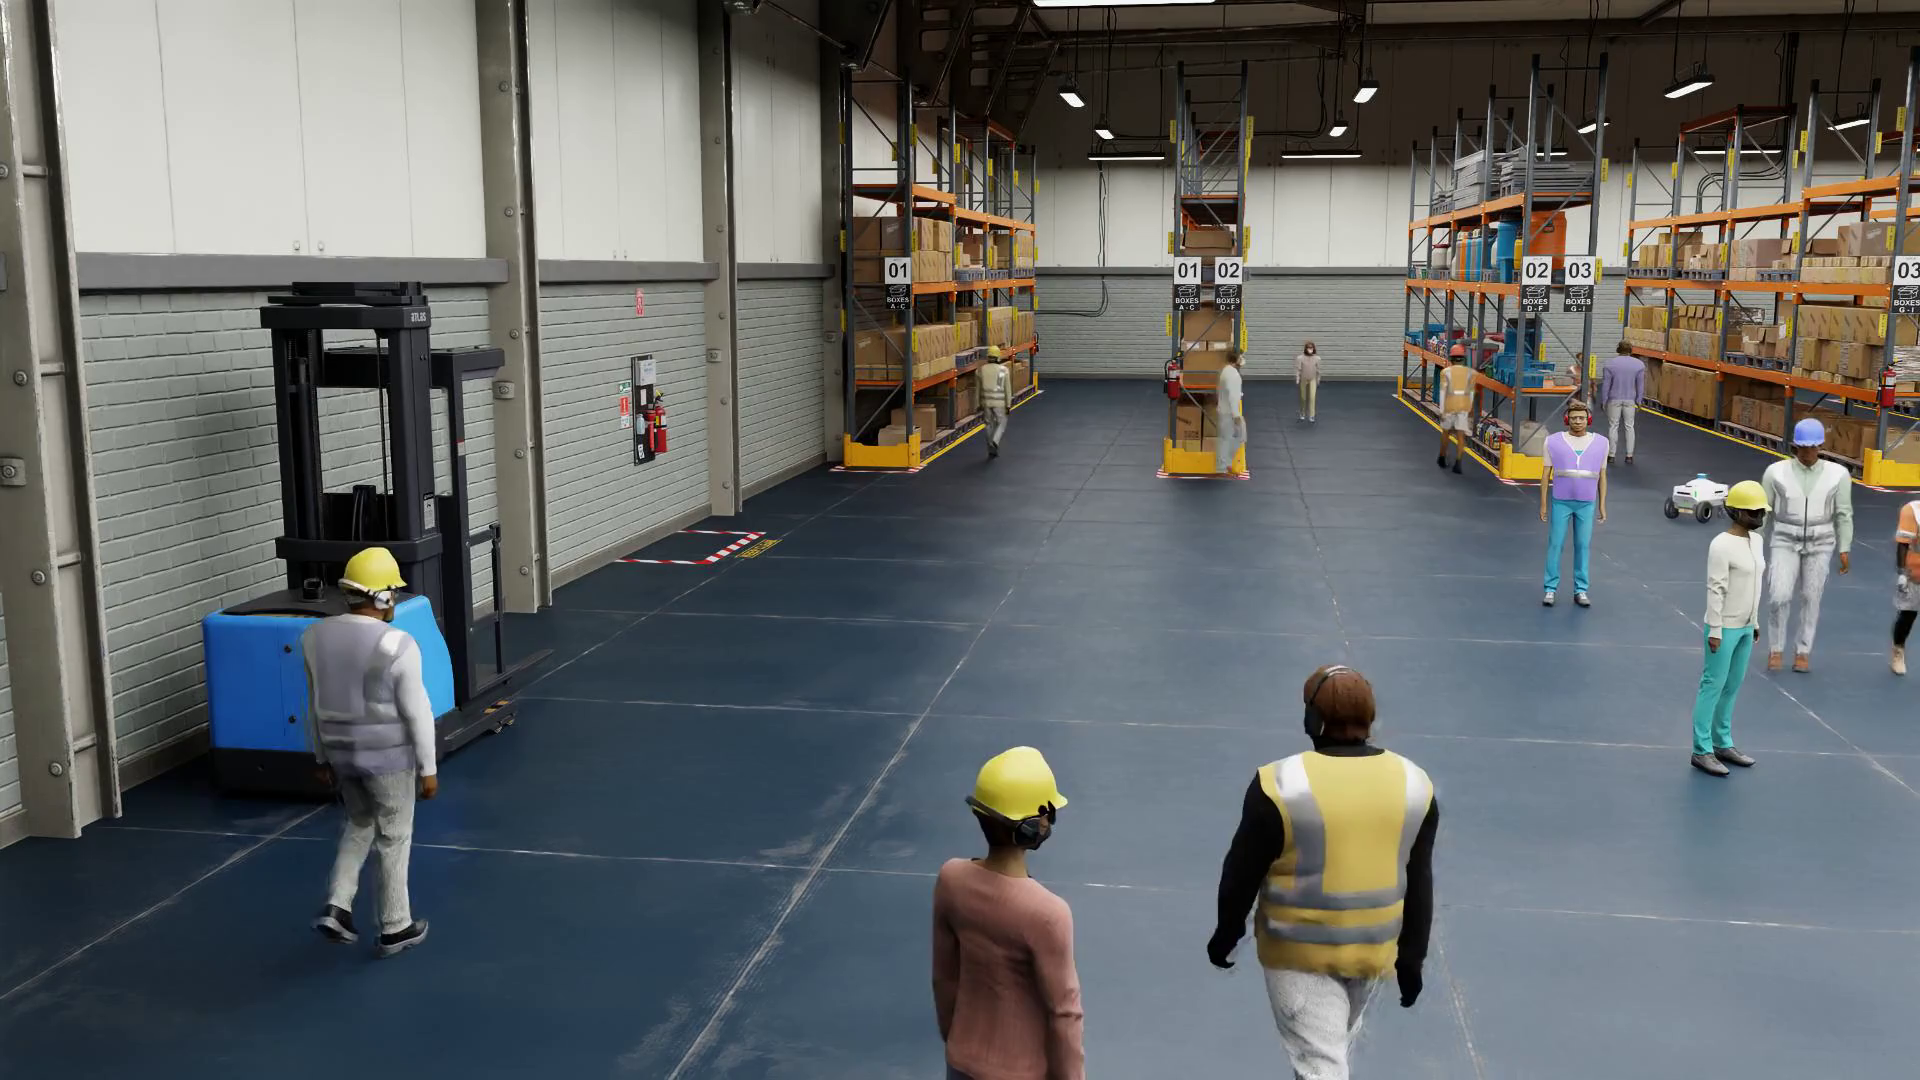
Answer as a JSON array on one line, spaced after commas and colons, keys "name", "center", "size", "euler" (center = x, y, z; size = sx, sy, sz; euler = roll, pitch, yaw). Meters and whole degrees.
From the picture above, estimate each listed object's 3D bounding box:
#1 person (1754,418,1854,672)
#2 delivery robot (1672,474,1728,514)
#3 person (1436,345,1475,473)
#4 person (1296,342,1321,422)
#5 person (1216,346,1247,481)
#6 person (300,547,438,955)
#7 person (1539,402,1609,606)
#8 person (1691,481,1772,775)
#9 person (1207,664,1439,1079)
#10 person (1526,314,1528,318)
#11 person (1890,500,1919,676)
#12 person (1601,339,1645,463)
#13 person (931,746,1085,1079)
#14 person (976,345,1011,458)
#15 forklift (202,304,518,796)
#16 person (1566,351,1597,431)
[{"name": "person", "center": [6.282, 0.052, 12.397], "size": [0.644, 1.918, 0.639], "euler": [4, 10, 22]}, {"name": "delivery robot", "center": [9.020, -0.564, 20.259], "size": [0.707, 0.478, 0.477], "euler": [-6, 11, -34]}, {"name": "person", "center": [7.481, -1.997, 25.149], "size": [0.552, 1.889, 0.967], "euler": [1, 9, 6]}, {"name": "person", "center": [6.989, -3.193, 33.437], "size": [0.501, 1.596, 0.837], "euler": [1, 9, 5]}, {"name": "person", "center": [3.909, -1.810, 23.899], "size": [0.480, 1.923, 0.646], "euler": [2, 9, 14]}, {"name": "person", "center": [-2.559, 0.935, 7.276], "size": [0.622, 1.820, 0.414], "euler": [3, 10, 21]}, {"name": "person", "center": [5.531, -0.332, 15.008], "size": [0.575, 1.843, 0.374], "euler": [2, 9, 11]}, {"name": "person", "center": [4.674, 0.518, 10.018], "size": [0.533, 1.767, 0.324], "euler": [-7, 12, -38]}, {"name": "person", "center": [1.139, 1.276, 5.274], "size": [0.629, 1.794, 0.953], "euler": [-3, 10, -18]}, {"name": "person", "center": [13.642, -4.512, 40.368], "size": [0.617, 1.986, 0.406], "euler": [-4, 10, -21]}, {"name": "person", "center": [7.037, 0.236, 12.095], "size": [0.536, 1.661, 0.864], "euler": [3, 10, 16]}, {"name": "person", "center": [10.395, -2.180, 26.125], "size": [0.634, 1.937, 0.355], "euler": [2, 9, 10]}, {"name": "person", "center": [0.141, 1.419, 4.458], "size": [0.322, 1.769, 0.525], "euler": [-8, 12, -40]}, {"name": "person", "center": [0.531, -2.205, 26.647], "size": [0.617, 1.817, 0.598], "euler": [3, 10, 20]}, {"name": "forklift", "center": [-3.673, -0.038, 10.147], "size": [1.129, 2.768, 1.873], "euler": [1, 9, 9]}, {"name": "person", "center": [10.798, -2.480, 28.938], "size": [0.536, 1.624, 0.366], "euler": [2, 9, 11]}]
